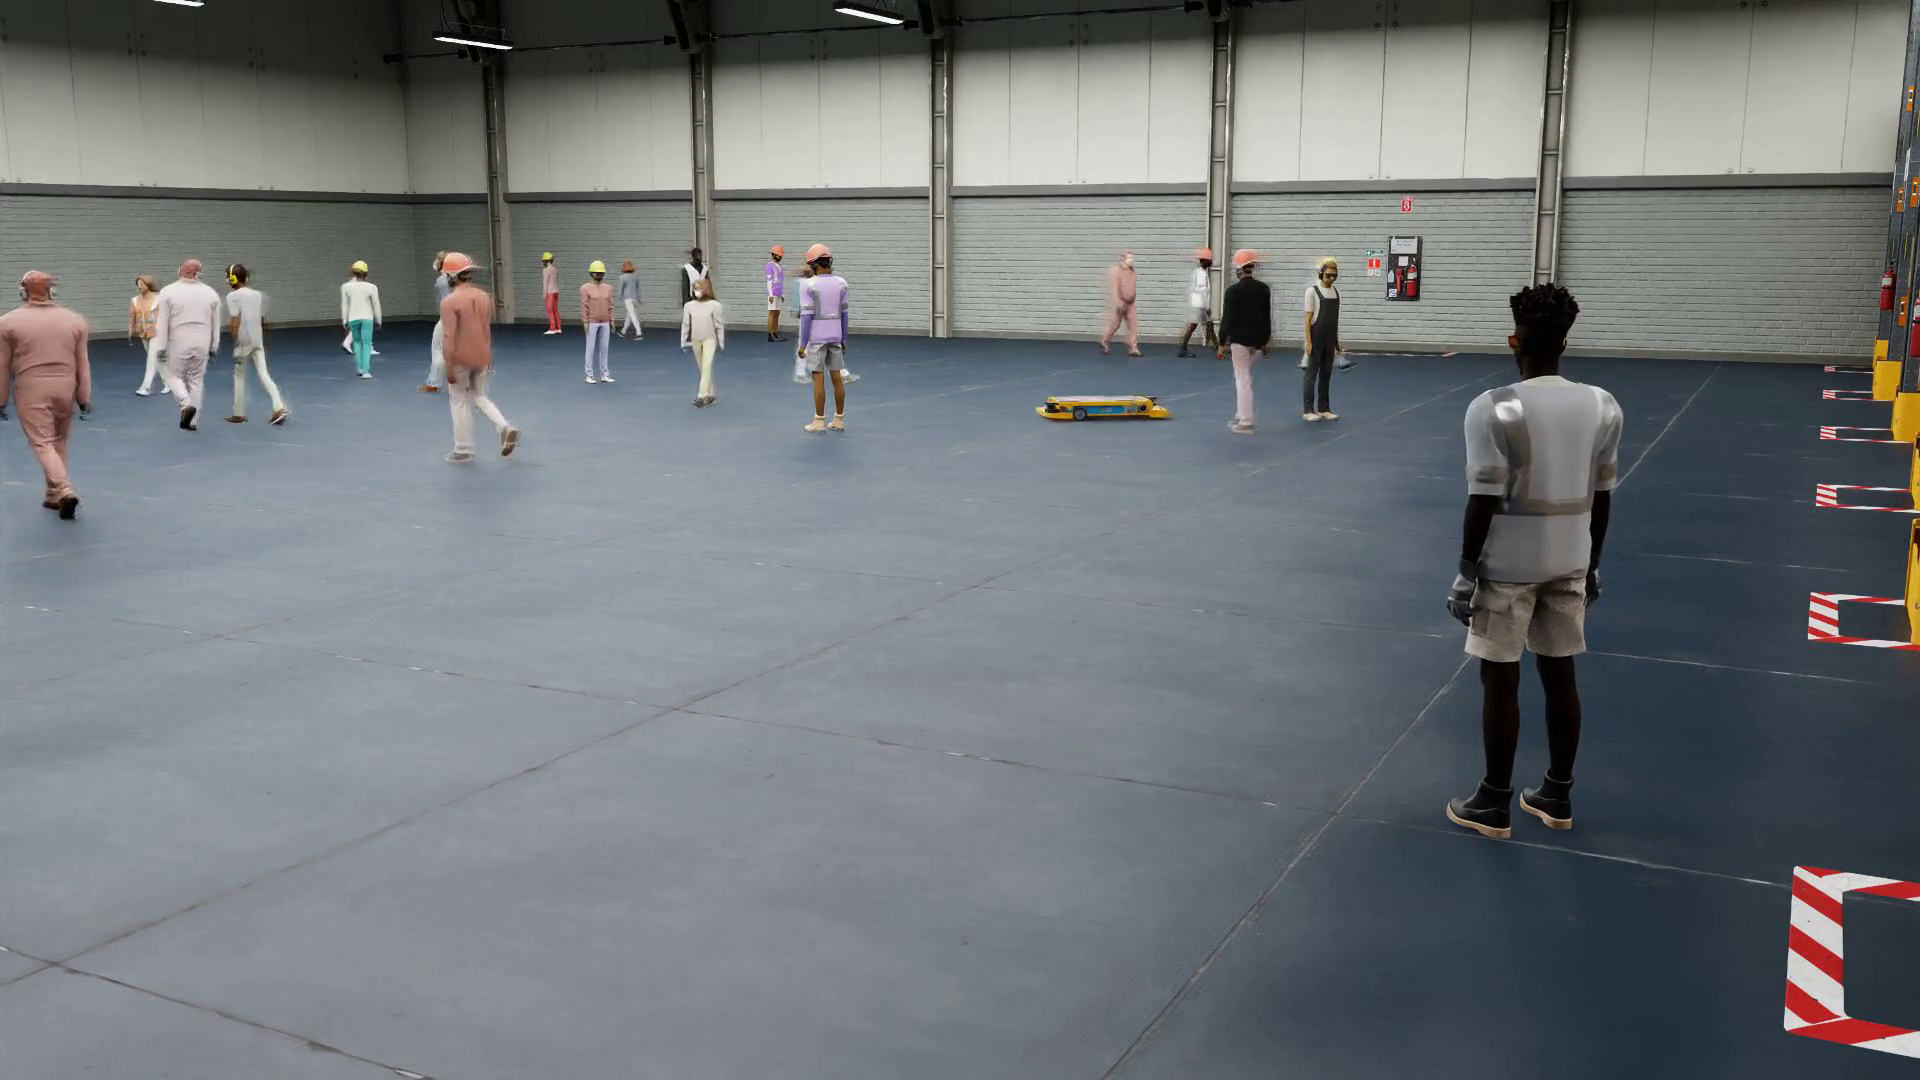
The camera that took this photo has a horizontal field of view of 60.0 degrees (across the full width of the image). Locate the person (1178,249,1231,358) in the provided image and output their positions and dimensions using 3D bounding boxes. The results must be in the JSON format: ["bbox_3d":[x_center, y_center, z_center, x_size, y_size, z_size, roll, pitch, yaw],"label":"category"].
[{"bbox_3d":[4.265,-4.090,28.862,0.998,1.879,0.573,2,11,11],"label":"person"}]

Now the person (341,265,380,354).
[{"bbox_3d":[-10.759,-4.110,29.684,0.579,1.627,0.527,-6,12,-30],"label":"person"}]

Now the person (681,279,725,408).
[{"bbox_3d":[-3.218,-2.451,20.743,0.522,1.584,0.872,3,11,18],"label":"person"}]

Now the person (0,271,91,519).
[{"bbox_3d":[-6.945,-1.104,12.640,0.933,1.874,0.651,9,14,40],"label":"person"}]

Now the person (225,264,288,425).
[{"bbox_3d":[-7.987,-2.198,18.751,0.950,1.825,0.572,6,12,30],"label":"person"}]

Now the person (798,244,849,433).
[{"bbox_3d":[-1.490,-2.171,17.987,0.605,2.036,0.389,-8,13,-37],"label":"person"}]

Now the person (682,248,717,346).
[{"bbox_3d":[-4.961,-4.624,31.794,0.944,1.871,0.608,7,13,35],"label":"person"}]

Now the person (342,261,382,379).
[{"bbox_3d":[-8.915,-3.286,24.863,0.546,1.742,0.683,-1,10,-3],"label":"person"}]

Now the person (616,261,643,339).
[{"bbox_3d":[-6.834,-4.934,34.252,0.866,1.580,0.515,7,13,35],"label":"person"}]

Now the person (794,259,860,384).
[{"bbox_3d":[-1.961,-3.141,23.840,0.981,1.839,0.595,4,11,19],"label":"person"}]

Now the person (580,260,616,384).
[{"bbox_3d":[-5.226,-3.146,24.037,0.525,1.767,0.318,-10,14,-43],"label":"person"}]

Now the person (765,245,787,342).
[{"bbox_3d":[-3.673,-4.929,33.315,0.373,1.929,0.542,4,11,19],"label":"person"}]

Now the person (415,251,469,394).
[{"bbox_3d":[-6.954,-2.919,22.394,0.920,1.904,0.628,1,10,8],"label":"person"}]

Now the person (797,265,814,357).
[{"bbox_3d":[-2.552,-3.971,28.934,0.765,1.606,0.531,4,11,23],"label":"person"}]

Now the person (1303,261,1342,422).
[{"bbox_3d":[4.175,-2.279,19.115,0.506,1.839,0.343,-6,12,-31],"label":"person"}]

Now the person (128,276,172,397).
[{"bbox_3d":[-10.806,-2.715,22.158,0.531,1.583,0.884,2,11,12],"label":"person"}]

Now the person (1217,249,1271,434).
[{"bbox_3d":[3.000,-2.147,18.003,0.646,1.975,0.672,-8,13,-36],"label":"person"}]

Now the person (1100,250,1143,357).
[{"bbox_3d":[2.870,-4.191,29.456,0.635,1.876,0.916,-7,13,-35],"label":"person"}]

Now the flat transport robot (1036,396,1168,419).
[{"bbox_3d":[1.655,-1.561,19.471,1.431,0.197,0.652,-1,10,-8],"label":"flat transport robot"}]

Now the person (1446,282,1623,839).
[{"bbox_3d":[2.016,0.080,5.895,0.614,1.964,0.361,-3,11,-17],"label":"person"}]

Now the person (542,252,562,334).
[{"bbox_3d":[-8.856,-5.324,35.944,0.344,1.757,0.521,3,11,15],"label":"person"}]

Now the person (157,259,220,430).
[{"bbox_3d":[-8.391,-2.122,18.143,0.665,1.882,0.497,-10,14,-44],"label":"person"}]

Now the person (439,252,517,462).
[{"bbox_3d":[-4.541,-1.691,15.539,0.670,1.971,0.630,6,12,28],"label":"person"}]

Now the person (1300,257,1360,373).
[{"bbox_3d":[5.716,-3.458,25.686,0.947,1.778,0.601,2,11,13],"label":"person"}]
